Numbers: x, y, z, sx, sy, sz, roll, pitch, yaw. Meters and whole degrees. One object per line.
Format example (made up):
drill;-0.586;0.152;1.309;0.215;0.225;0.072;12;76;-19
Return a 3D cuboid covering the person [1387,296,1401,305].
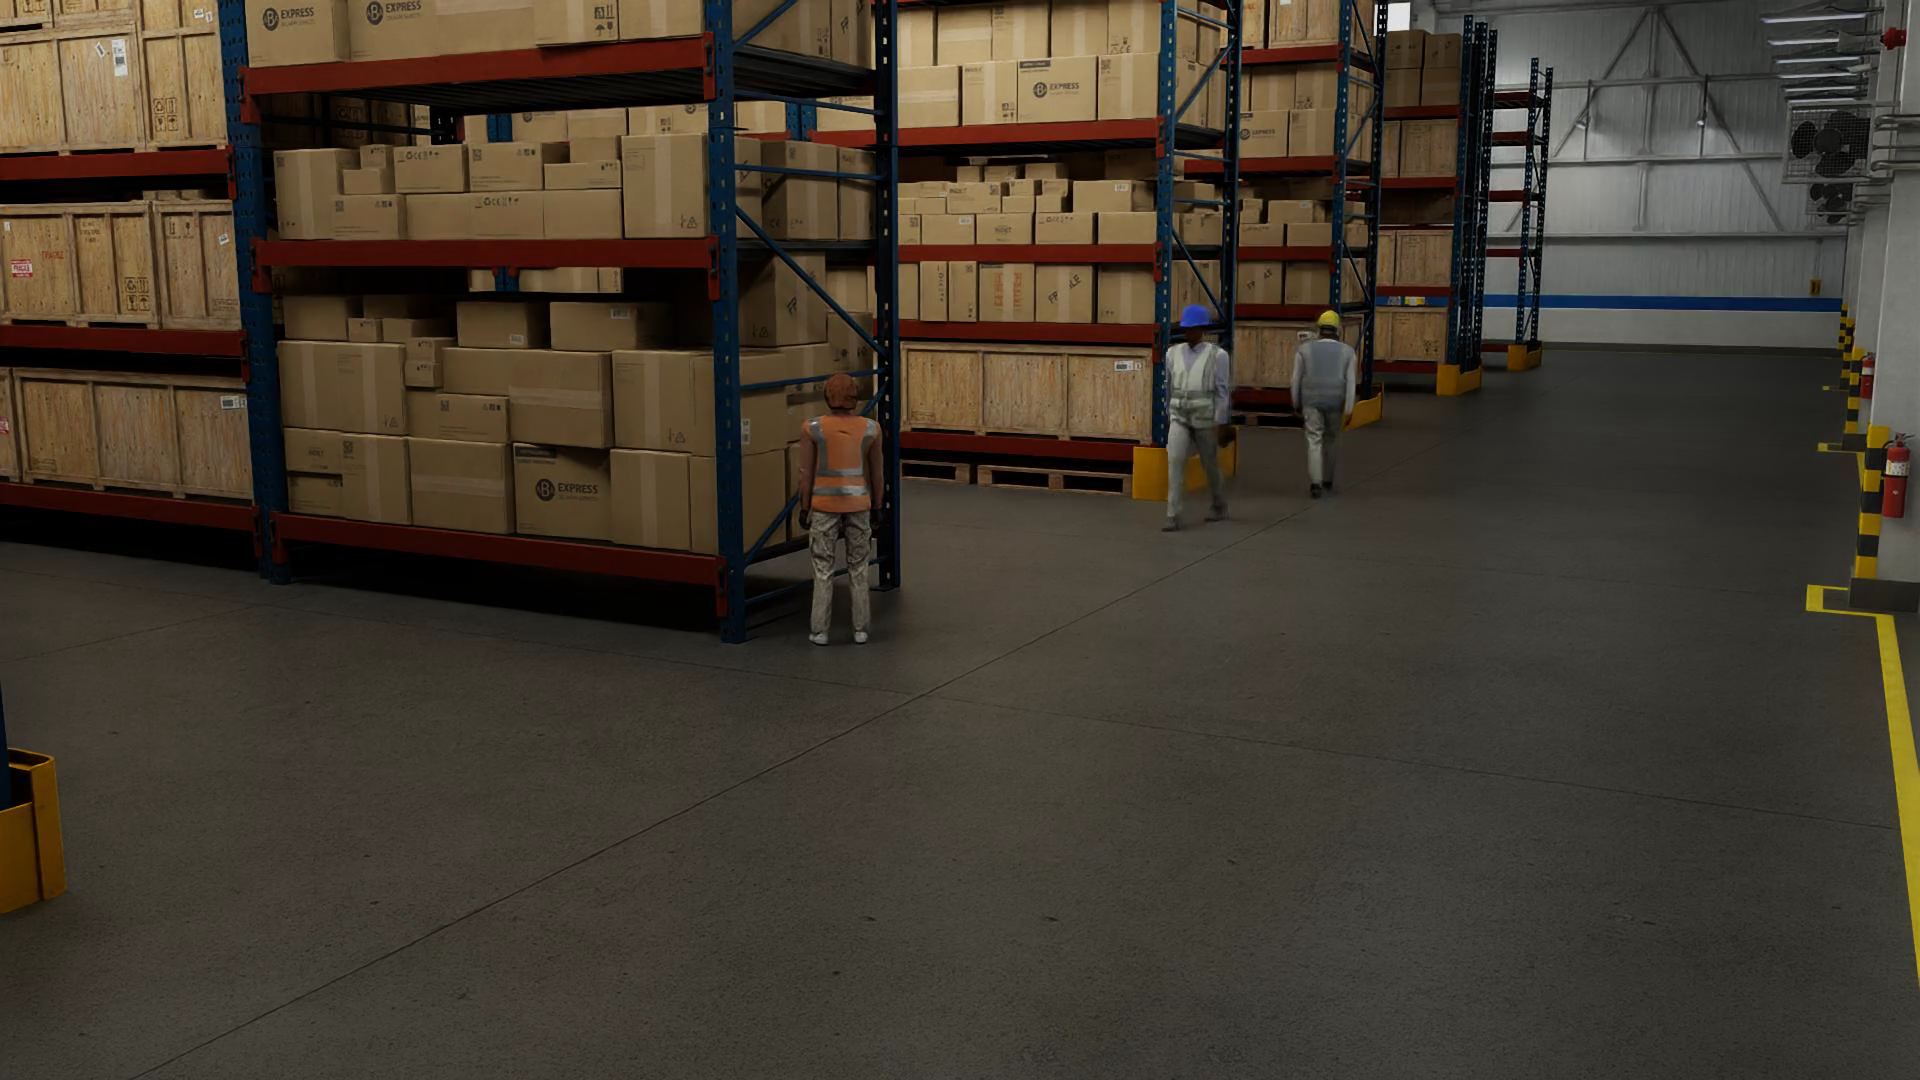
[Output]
person;10.401;-5.431;39.964;0.339;1.745;0.561;4;11;22

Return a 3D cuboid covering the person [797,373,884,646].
person;-0.707;-0.176;9.881;0.521;1.631;0.315;-3;10;-16

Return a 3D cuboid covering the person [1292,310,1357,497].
person;3.503;-1.316;16.044;0.594;1.794;0.921;2;10;9

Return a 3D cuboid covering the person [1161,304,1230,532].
person;2.033;-1.055;14.171;0.617;1.912;0.969;6;11;31
